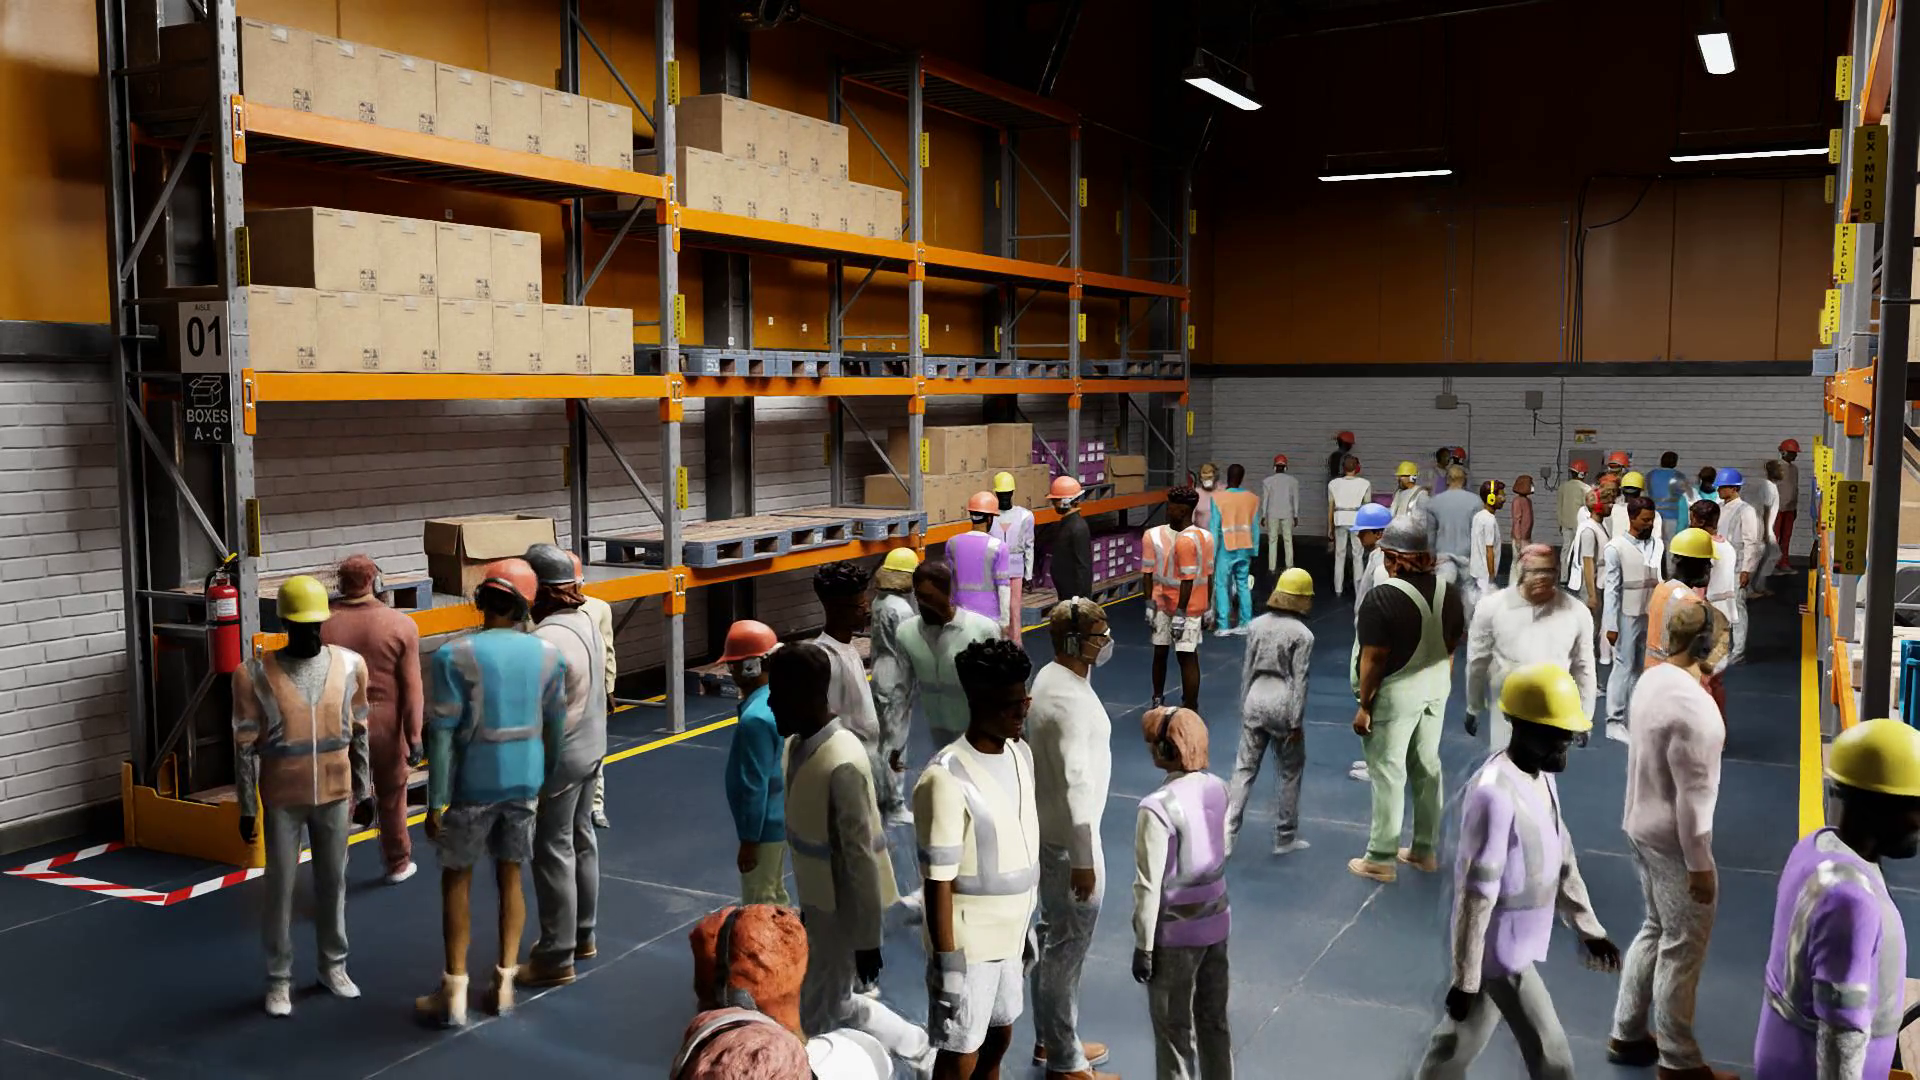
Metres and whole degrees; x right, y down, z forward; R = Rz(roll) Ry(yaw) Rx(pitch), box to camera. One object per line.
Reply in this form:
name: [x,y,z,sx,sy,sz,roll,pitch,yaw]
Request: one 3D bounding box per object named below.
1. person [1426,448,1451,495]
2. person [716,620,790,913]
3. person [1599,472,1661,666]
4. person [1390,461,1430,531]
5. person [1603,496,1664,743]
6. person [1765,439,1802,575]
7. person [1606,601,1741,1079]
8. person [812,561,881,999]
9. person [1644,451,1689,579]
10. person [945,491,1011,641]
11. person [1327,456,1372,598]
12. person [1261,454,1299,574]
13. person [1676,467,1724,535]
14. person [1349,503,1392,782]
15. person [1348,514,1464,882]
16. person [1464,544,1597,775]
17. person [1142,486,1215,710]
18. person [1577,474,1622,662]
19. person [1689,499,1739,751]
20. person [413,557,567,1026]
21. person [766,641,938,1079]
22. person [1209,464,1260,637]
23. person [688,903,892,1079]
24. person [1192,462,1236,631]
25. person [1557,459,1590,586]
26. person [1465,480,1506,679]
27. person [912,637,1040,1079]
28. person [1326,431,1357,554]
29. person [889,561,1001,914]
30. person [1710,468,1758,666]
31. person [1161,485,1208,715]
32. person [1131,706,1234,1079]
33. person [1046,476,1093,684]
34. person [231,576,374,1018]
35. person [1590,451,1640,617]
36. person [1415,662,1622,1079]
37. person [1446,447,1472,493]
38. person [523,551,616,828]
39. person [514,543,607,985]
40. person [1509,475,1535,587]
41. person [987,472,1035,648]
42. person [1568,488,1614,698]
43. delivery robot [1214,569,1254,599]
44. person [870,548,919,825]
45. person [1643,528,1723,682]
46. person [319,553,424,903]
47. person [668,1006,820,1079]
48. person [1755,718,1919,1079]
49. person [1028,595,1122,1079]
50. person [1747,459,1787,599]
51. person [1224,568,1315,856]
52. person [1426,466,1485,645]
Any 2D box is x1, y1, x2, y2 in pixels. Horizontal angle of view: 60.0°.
person: [7.125,-0.465,24.796,0.539,1.831,0.470,-3,6,-32]
person: [-0.881,1.215,7.224,0.352,1.738,0.574,0,5,2]
person: [6.510,0.292,16.228,0.592,1.913,0.399,2,6,24]
person: [5.439,-0.045,20.270,0.404,1.830,0.602,-2,6,-25]
person: [5.197,0.611,12.846,0.598,1.907,0.409,-3,6,-30]
person: [11.941,-0.474,24.084,0.612,1.986,0.407,-3,6,-29]
person: [2.830,1.193,6.534,0.459,1.920,0.643,1,5,8]
person: [-0.544,1.071,7.548,0.367,1.966,0.607,0,5,2]
person: [10.004,-0.345,23.527,0.457,1.829,0.636,-4,6,-35]
person: [0.155,0.582,13.069,0.548,1.923,0.387,3,6,26]
person: [5.027,-0.162,21.474,0.571,1.840,0.374,2,6,21]
person: [4.647,-0.371,24.197,0.573,1.748,0.342,0,5,-3]
person: [8.574,0.075,19.066,0.664,1.810,0.808,1,5,12]
person: [2.912,0.710,11.595,0.419,1.939,0.607,1,5,14]
person: [2.438,0.870,9.320,0.684,2.000,0.538,-3,6,-31]
person: [3.167,0.965,9.199,0.679,1.862,0.948,1,5,11]
person: [1.775,0.527,13.536,0.599,1.949,0.416,0,5,-1]
person: [6.413,0.281,16.514,0.574,1.880,0.357,1,5,11]
person: [5.584,0.649,12.422,0.402,1.908,0.598,5,7,43]
person: [-2.056,1.078,7.342,0.686,1.990,0.479,-4,7,-39]
person: [-0.369,1.274,5.843,0.777,1.886,0.604,-2,6,-20]
person: [2.994,0.119,18.188,0.621,1.900,0.444,-2,6,-20]
person: [-0.295,1.561,3.084,1.034,1.822,0.597,2,6,19]
person: [2.819,0.075,18.570,0.666,1.905,0.533,1,5,15]
person: [8.373,-0.220,22.574,0.341,1.749,0.572,-3,6,-27]
person: [4.959,0.366,15.658,0.309,1.868,0.534,0,5,4]
person: [0.073,1.279,5.391,0.376,1.959,0.607,3,6,30]
person: [6.261,-0.763,27.010,0.682,2.006,0.660,-2,6,-23]
person: [-0.057,1.021,8.798,0.597,1.833,1.061,3,6,29]
person: [7.546,0.263,16.338,0.404,1.945,0.615,-1,5,-10]
person: [1.784,0.542,13.246,0.367,1.966,0.607,1,5,13]
person: [0.787,1.395,5.863,0.318,1.629,0.516,5,7,41]
person: [0.925,0.455,14.040,0.391,1.991,0.613,-1,5,-7]
person: [-2.882,1.111,7.342,0.593,1.923,0.386,-4,7,-38]
person: [7.682,-0.048,19.504,0.621,1.986,0.409,5,7,44]
person: [1.869,1.318,5.408,1.005,1.867,0.607,2,6,25]
person: [8.039,-0.621,26.876,0.327,1.752,0.562,-5,7,-40]
person: [-2.406,0.931,10.276,0.574,1.739,0.350,-2,6,-23]
person: [-1.930,1.014,7.767,0.535,2.000,0.687,1,5,7]
person: [7.026,0.006,20.763,0.283,1.636,0.500,4,6,35]
person: [0.423,0.310,15.944,0.588,1.927,0.370,0,5,-3]
person: [5.606,0.458,14.756,0.380,1.849,0.570,3,6,26]
delivery robot: [3.218,0.534,20.331,0.707,0.478,0.477,0,5,0]
person: [-0.396,0.914,10.476,0.331,1.733,0.488,-2,6,-25]
person: [4.270,0.883,9.857,0.409,1.917,0.585,1,5,7]
person: [-3.190,0.997,8.887,0.662,1.872,0.895,-1,5,-6]
person: [-0.304,1.596,2.322,0.650,1.894,0.402,-4,6,-34]
person: [2.286,1.402,4.303,0.416,1.918,0.592,2,6,23]
person: [0.442,1.180,6.525,0.366,1.939,0.635,0,5,-4]
person: [10.303,-0.131,21.349,0.524,1.809,0.507,3,6,31]
person: [1.788,1.013,9.682,0.677,1.691,0.495,-5,7,-44]
person: [5.303,0.163,17.721,0.637,1.886,1.008,3,6,29]
